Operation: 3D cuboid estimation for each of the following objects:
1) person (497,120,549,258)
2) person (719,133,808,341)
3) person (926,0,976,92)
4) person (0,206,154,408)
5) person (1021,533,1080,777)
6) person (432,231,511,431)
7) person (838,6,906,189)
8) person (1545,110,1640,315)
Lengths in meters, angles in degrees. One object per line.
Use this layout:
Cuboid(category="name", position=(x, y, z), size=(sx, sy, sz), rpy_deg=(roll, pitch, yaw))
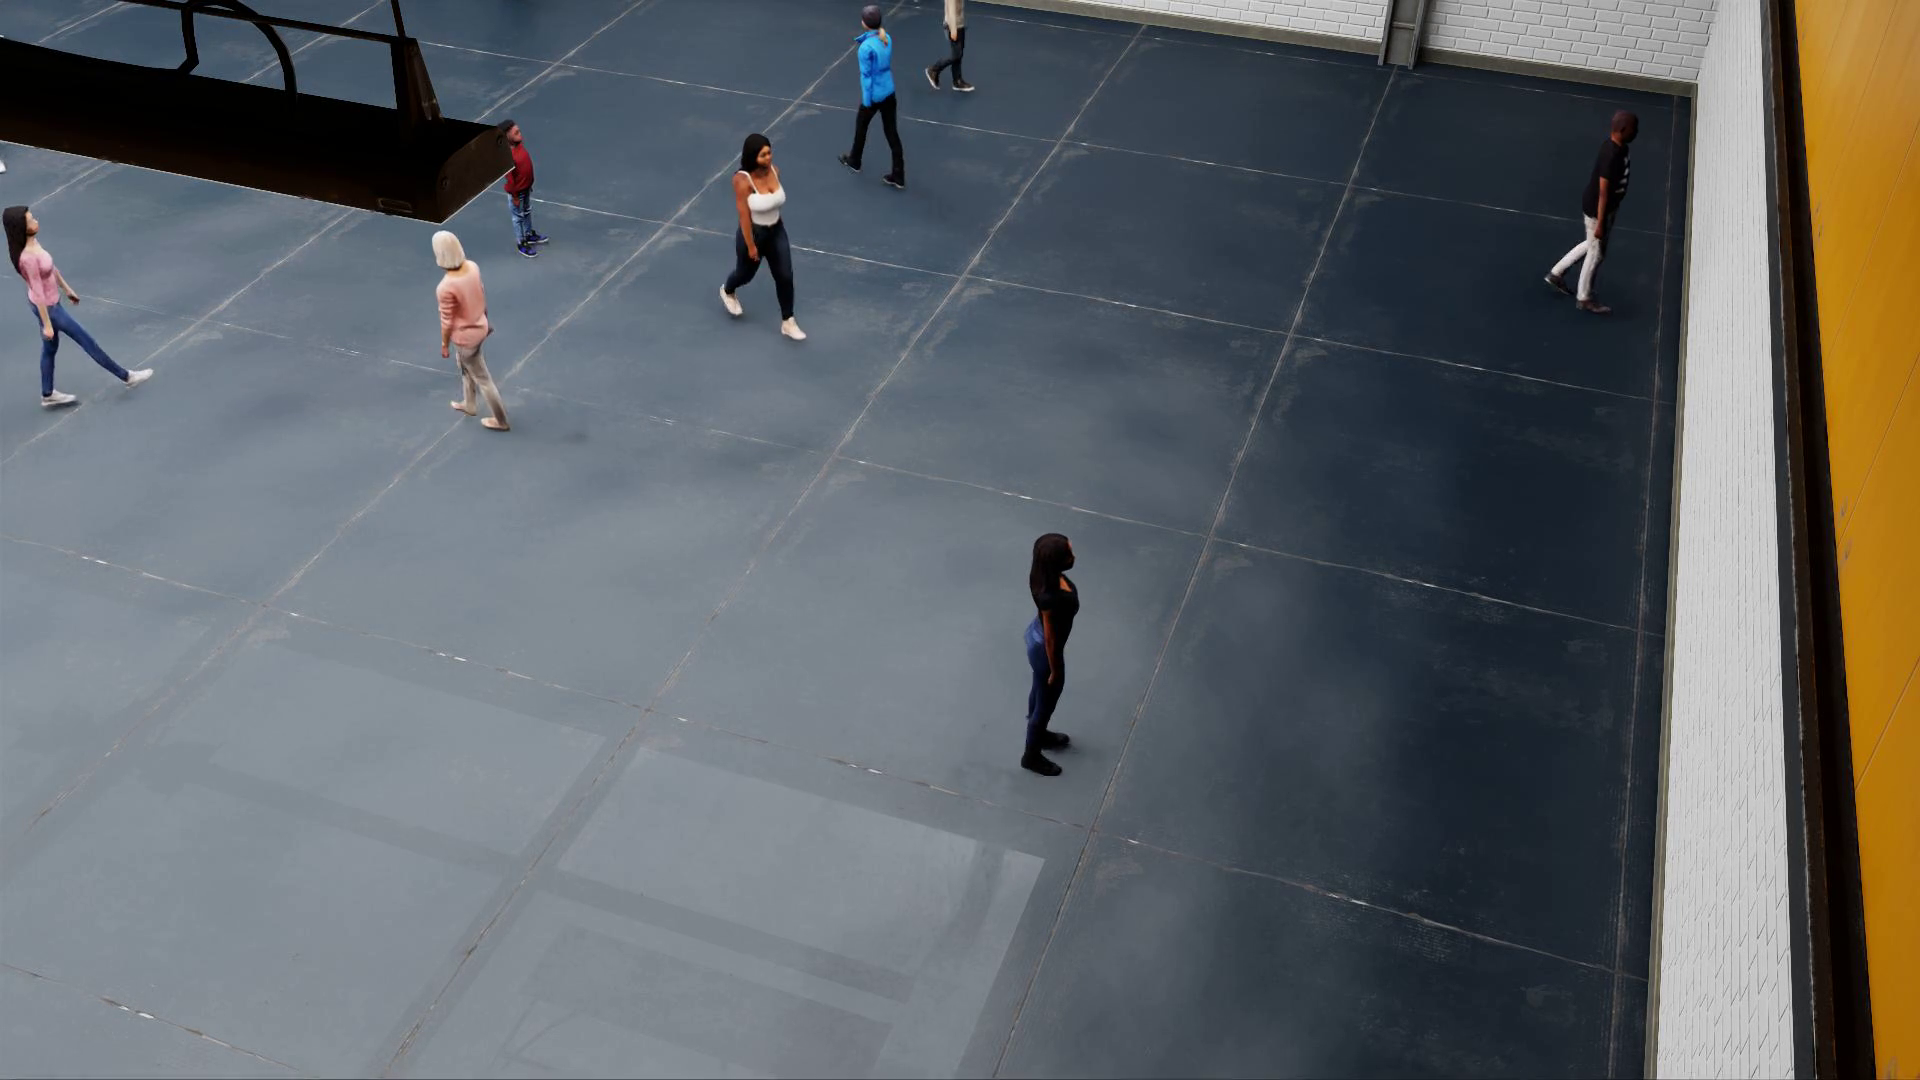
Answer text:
Cuboid(category="person", position=(-4.031, -3.227, 15.171), size=(0.520, 1.254, 0.535), rpy_deg=(9, 40, 11))
Cuboid(category="person", position=(-1.743, -2.548, 13.906), size=(1.001, 1.771, 1.281), rpy_deg=(-30, 47, -32))
Cuboid(category="person", position=(-0.121, -5.521, 17.880), size=(0.784, 1.457, 0.617), rpy_deg=(8, 39, 9))
Cuboid(category="person", position=(-7.200, -1.788, 13.007), size=(1.136, 1.704, 1.073), rpy_deg=(-16, 41, -19))
Cuboid(category="person", position=(0.501, 0.661, 9.912), size=(0.661, 1.740, 0.641), rpy_deg=(-2, 39, -2))
Cuboid(category="person", position=(-3.681, -1.562, 12.720), size=(0.810, 1.710, 0.619), rpy_deg=(11, 40, 14))
Cuboid(category="person", position=(-0.713, -4.223, 16.010), size=(1.145, 1.762, 0.908), rpy_deg=(32, 48, 34))
Cuboid(category="person", position=(5.437, -2.839, 14.239), size=(0.852, 1.810, 0.681), rpy_deg=(15, 41, 18))
